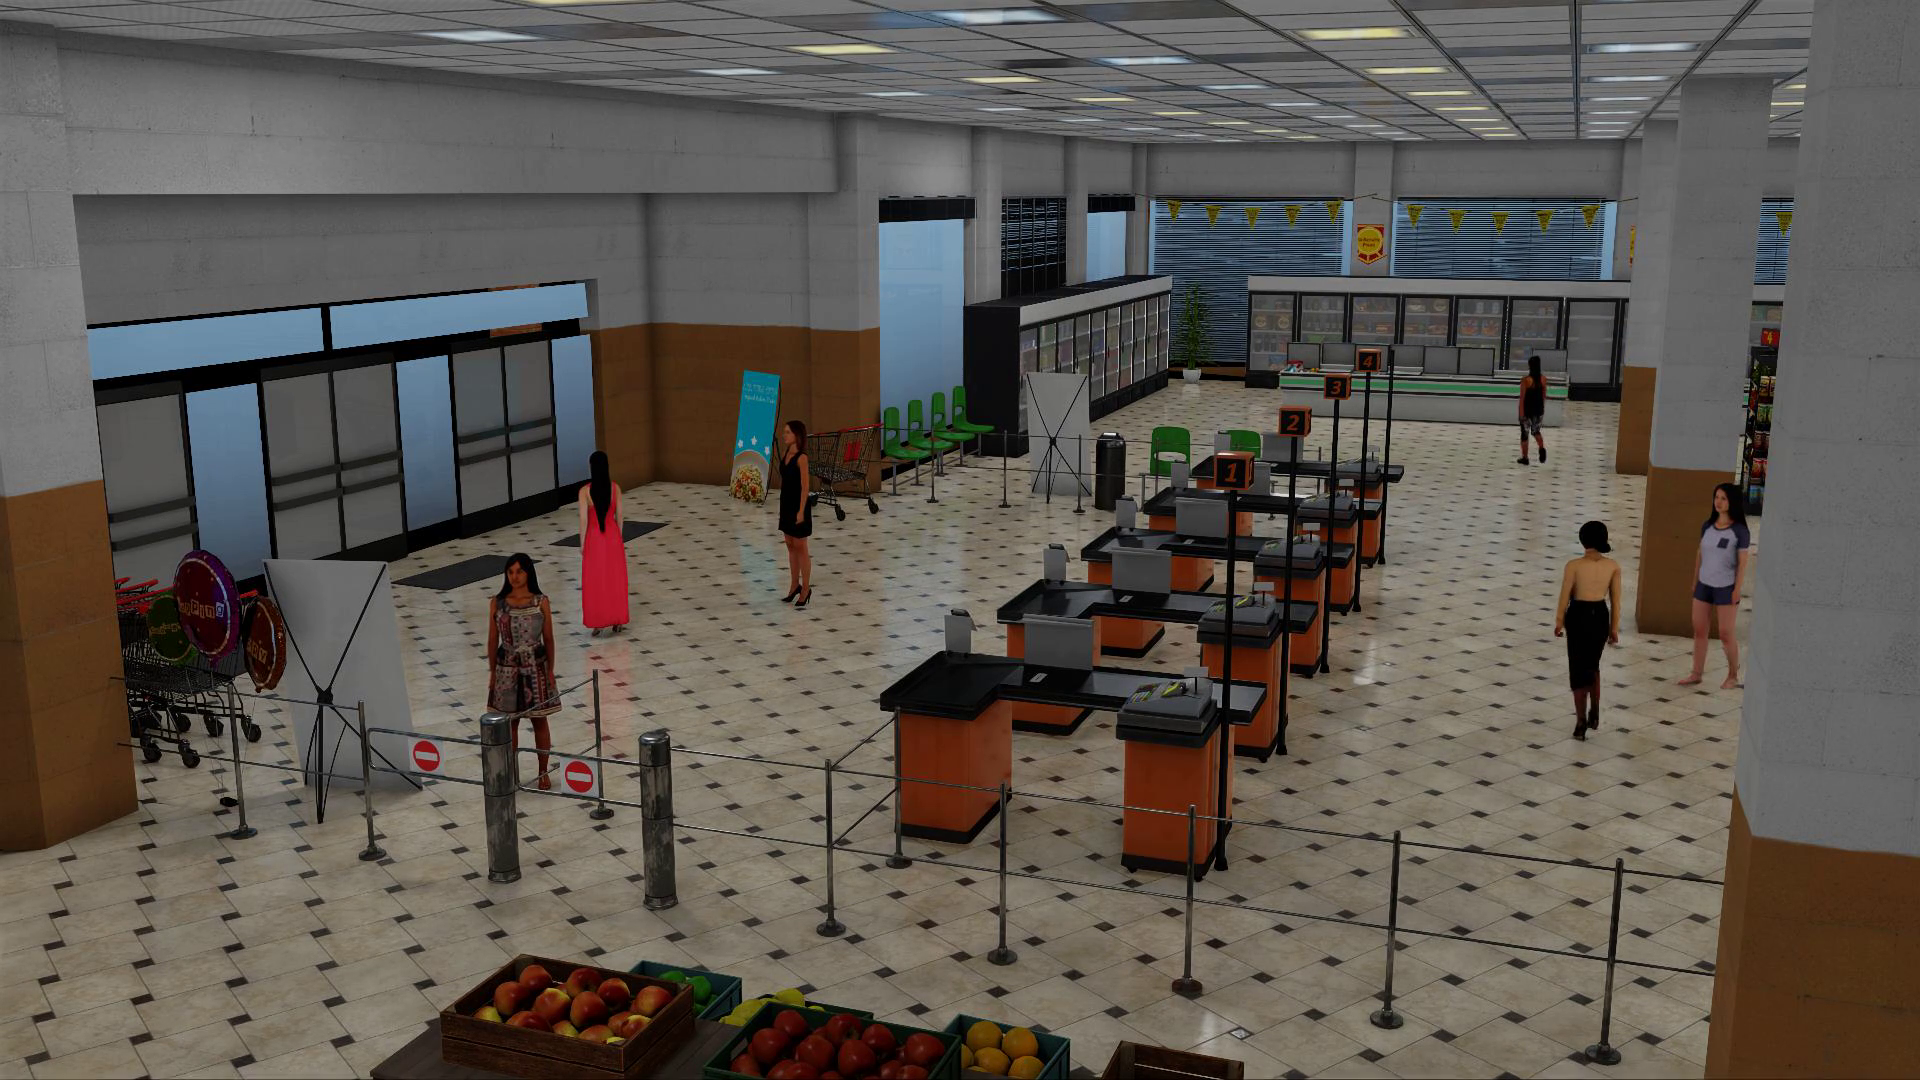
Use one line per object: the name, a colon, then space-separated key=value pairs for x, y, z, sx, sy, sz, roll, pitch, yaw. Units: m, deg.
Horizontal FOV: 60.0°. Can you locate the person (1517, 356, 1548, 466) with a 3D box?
person: x=8.494 y=-1.898 z=24.560 sx=0.909 sy=1.648 sz=0.900 roll=-2 pitch=12 yaw=-11

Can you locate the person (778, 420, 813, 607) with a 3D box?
person: x=-1.616 y=-0.266 z=16.355 sx=0.725 sy=1.835 sz=0.628 roll=-9 pitch=15 yaw=-36

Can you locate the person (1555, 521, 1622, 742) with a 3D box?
person: x=4.660 y=0.689 z=12.279 sx=0.662 sy=1.646 sz=0.728 roll=0 pitch=12 yaw=-1

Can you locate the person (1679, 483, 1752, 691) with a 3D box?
person: x=6.241 y=0.365 z=13.638 sx=0.807 sy=1.719 sz=0.744 roll=-6 pitch=14 yaw=-28

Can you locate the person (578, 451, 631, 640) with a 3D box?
person: x=-3.260 y=0.036 z=15.182 sx=0.713 sy=1.727 sz=0.746 roll=-8 pitch=14 yaw=-34

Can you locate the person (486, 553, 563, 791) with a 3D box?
person: x=-2.975 y=0.890 z=11.326 sx=0.635 sy=1.645 sz=0.783 roll=-1 pitch=12 yaw=-7
